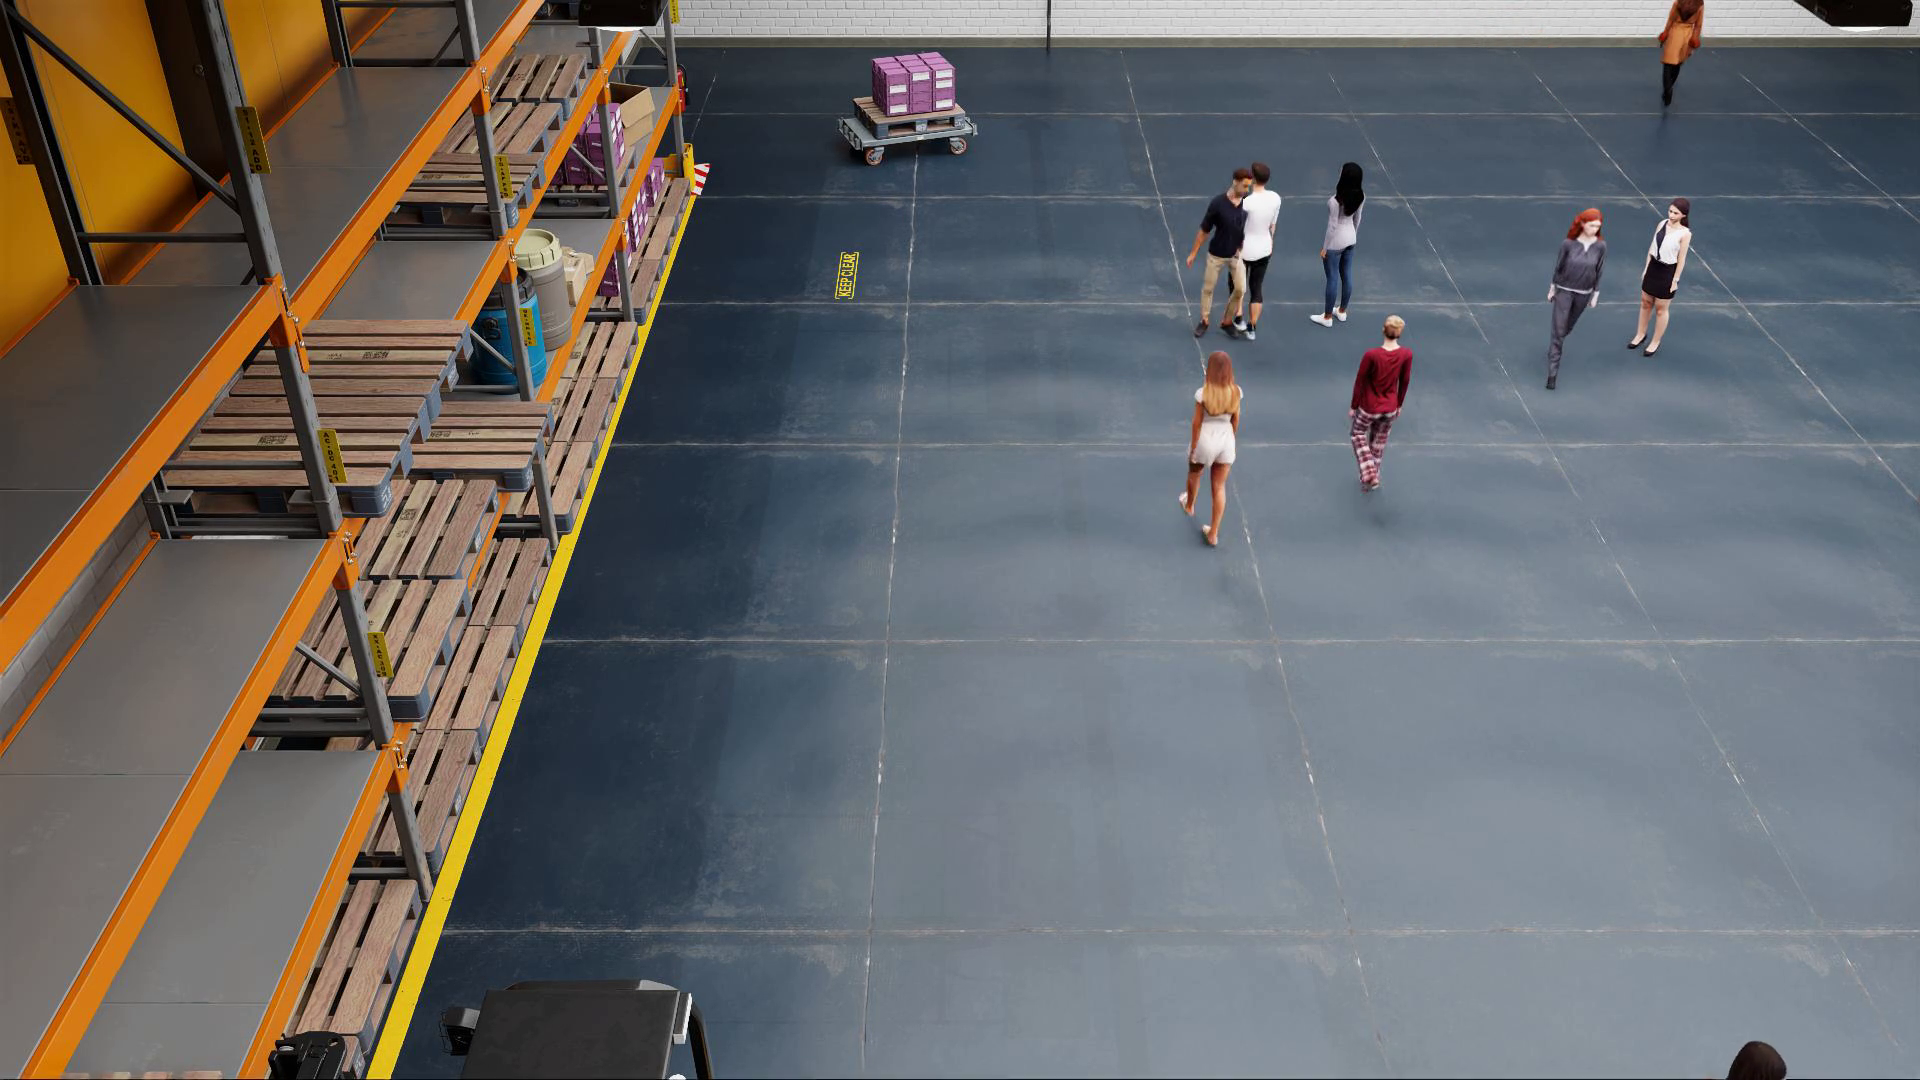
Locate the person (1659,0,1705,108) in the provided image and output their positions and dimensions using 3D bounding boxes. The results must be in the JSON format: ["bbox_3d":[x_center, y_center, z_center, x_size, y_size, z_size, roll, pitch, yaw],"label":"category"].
[{"bbox_3d":[9.769,-6.714,22.609,0.842,1.700,1.137,8,35,12],"label":"person"}]

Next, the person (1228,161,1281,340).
[{"bbox_3d":[2.989,-2.862,16.689,0.764,1.839,0.750,-10,35,-14],"label":"person"}]

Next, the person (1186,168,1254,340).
[{"bbox_3d":[2.671,-2.917,16.782,0.859,1.826,0.634,2,34,3],"label":"person"}]

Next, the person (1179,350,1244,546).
[{"bbox_3d":[2.094,-0.712,13.612,0.673,1.663,0.974,-5,34,-7],"label":"person"}]

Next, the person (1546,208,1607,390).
[{"bbox_3d":[5.913,-2.394,16.072,0.766,1.742,1.194,7,34,11],"label":"person"}]

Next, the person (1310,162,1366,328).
[{"bbox_3d":[3.909,-3.030,17.034,0.687,1.736,0.707,-20,39,-28],"label":"person"}]

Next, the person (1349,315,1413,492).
[{"bbox_3d":[3.589,-1.115,14.197,0.677,1.686,0.724,-4,34,-6],"label":"person"}]

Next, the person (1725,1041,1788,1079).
[{"bbox_3d":[3.588,2.968,8.100,0.667,1.637,0.723,-26,42,-34],"label":"person"}]

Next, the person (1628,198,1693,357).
[{"bbox_3d":[6.972,-2.619,16.494,0.692,1.649,0.593,-18,38,-25],"label":"person"}]
